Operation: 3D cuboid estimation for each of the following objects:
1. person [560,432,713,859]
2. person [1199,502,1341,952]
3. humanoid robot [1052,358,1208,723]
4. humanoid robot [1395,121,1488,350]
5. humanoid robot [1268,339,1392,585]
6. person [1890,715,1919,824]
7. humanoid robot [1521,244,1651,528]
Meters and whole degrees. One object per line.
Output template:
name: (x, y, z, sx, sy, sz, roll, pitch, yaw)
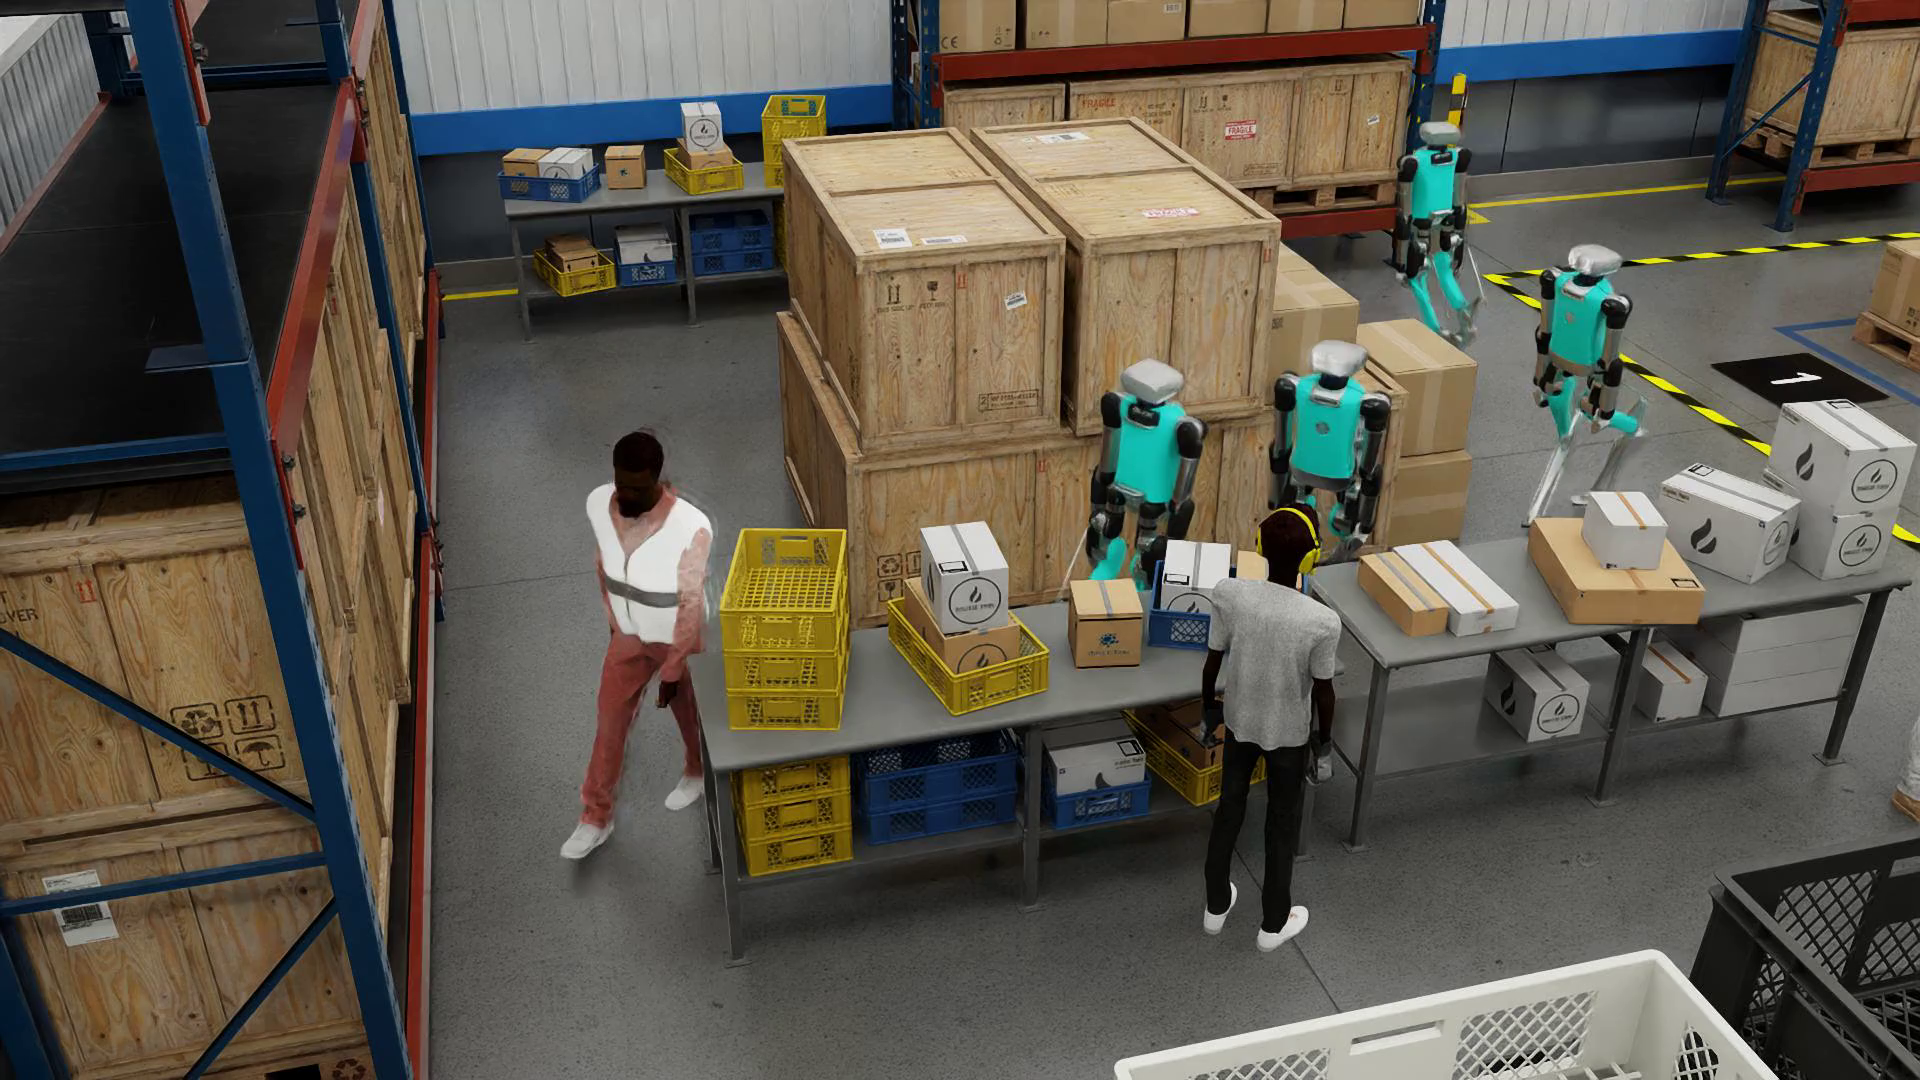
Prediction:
person: (-1.275, 0.434, 6.669, 0.607, 1.872, 0.930, 13, 31, 22)
person: (1.141, 0.708, 6.174, 0.528, 1.869, 0.312, 16, 33, 27)
humanoid robot: (0.663, 0.168, 7.403, 0.532, 1.893, 0.761, 25, 37, 37)
humanoid robot: (3.162, -1.707, 10.808, 0.543, 1.889, 0.784, -12, 31, -20)
humanoid robot: (1.788, -0.205, 7.984, 0.541, 1.766, 0.794, 14, 32, 24)
person: (4.288, 0.360, 6.848, 0.628, 1.835, 0.429, -16, 33, -27)
humanoid robot: (3.543, -0.856, 9.169, 0.972, 1.728, 0.563, -18, 34, -29)
